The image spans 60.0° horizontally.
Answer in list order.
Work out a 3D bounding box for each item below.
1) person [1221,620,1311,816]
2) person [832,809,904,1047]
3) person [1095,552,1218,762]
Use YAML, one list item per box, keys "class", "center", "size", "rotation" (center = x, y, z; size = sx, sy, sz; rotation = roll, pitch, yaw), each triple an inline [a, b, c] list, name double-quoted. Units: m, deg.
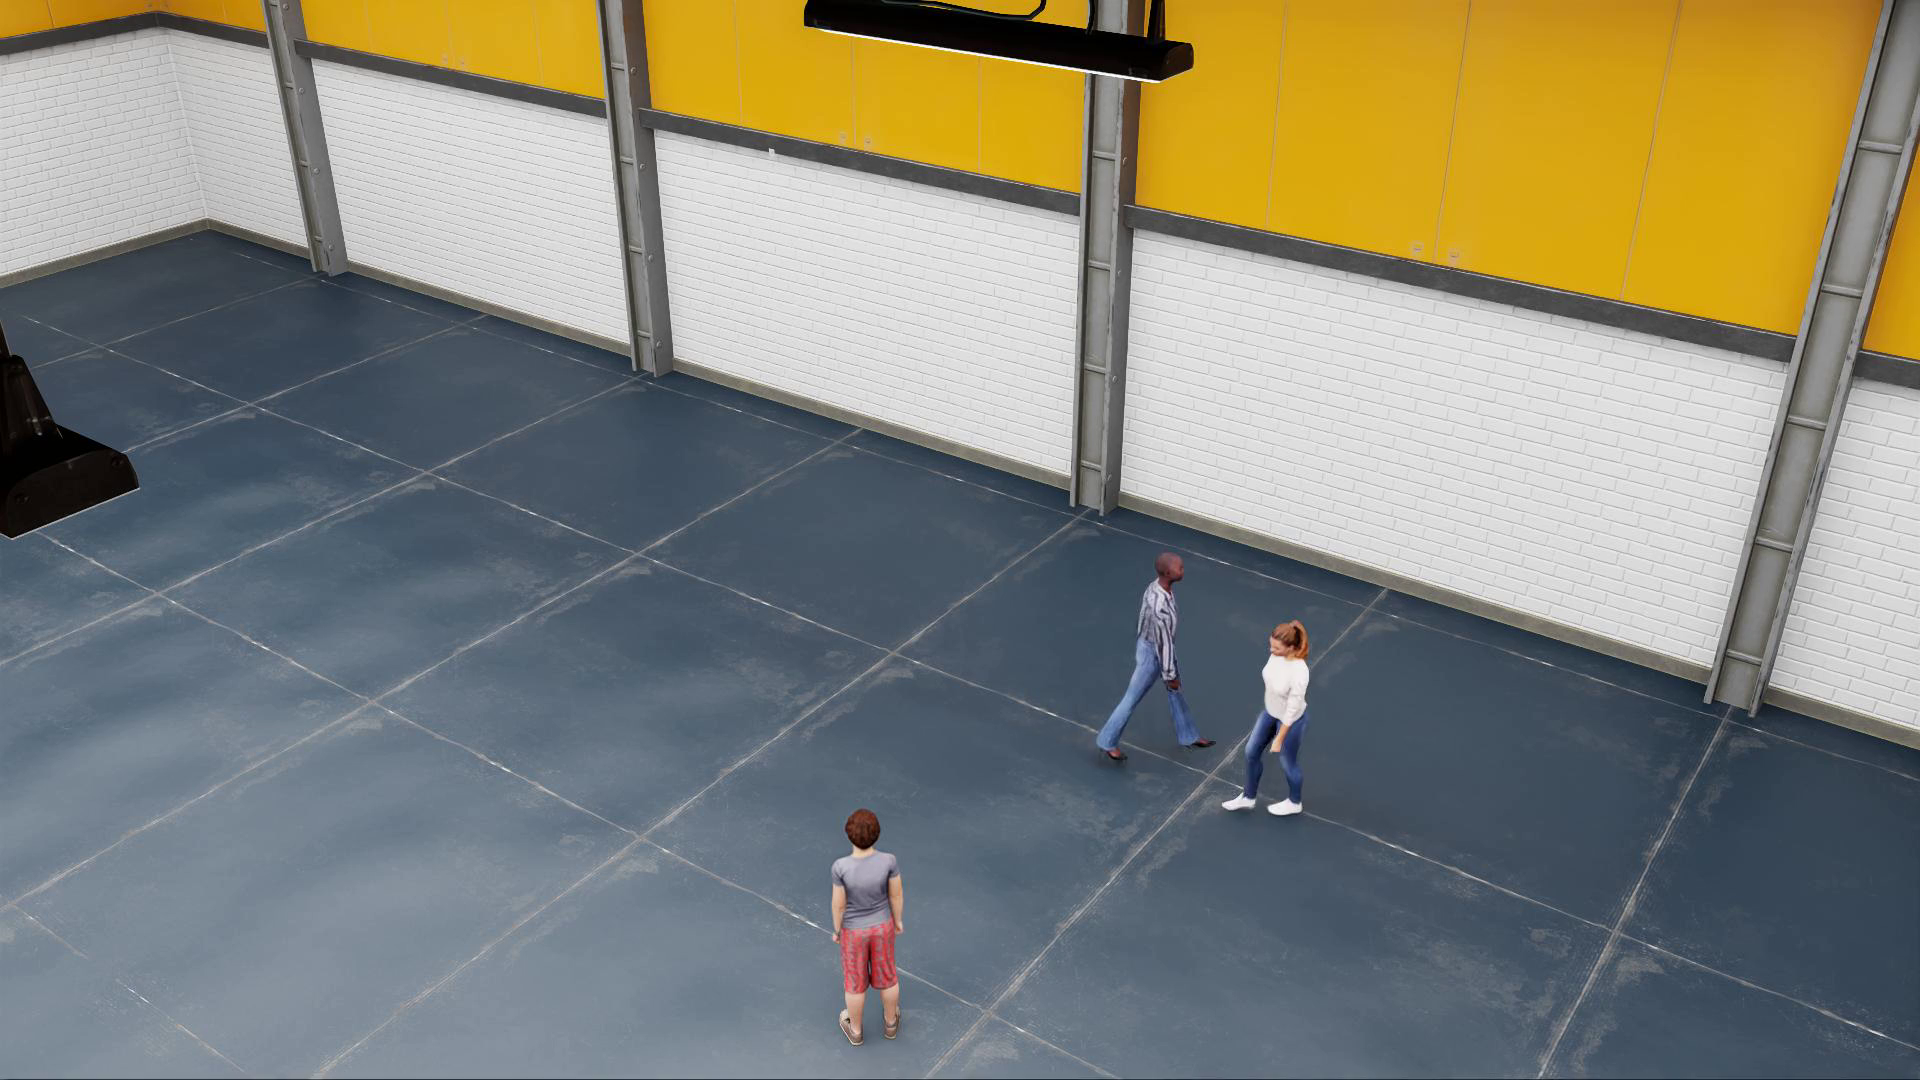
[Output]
- class: "person"
  center: [2.363, 1.267, 11.696]
  size: [0.983, 1.703, 0.927]
  rotation: [-5, 29, -10]
- class: "person"
  center: [-0.550, 2.301, 9.855]
  size: [0.659, 1.651, 0.712]
  rotation: [-6, 29, -11]
- class: "person"
  center: [1.338, 0.903, 12.322]
  size: [1.243, 1.743, 0.993]
  rotation: [4, 29, 7]
